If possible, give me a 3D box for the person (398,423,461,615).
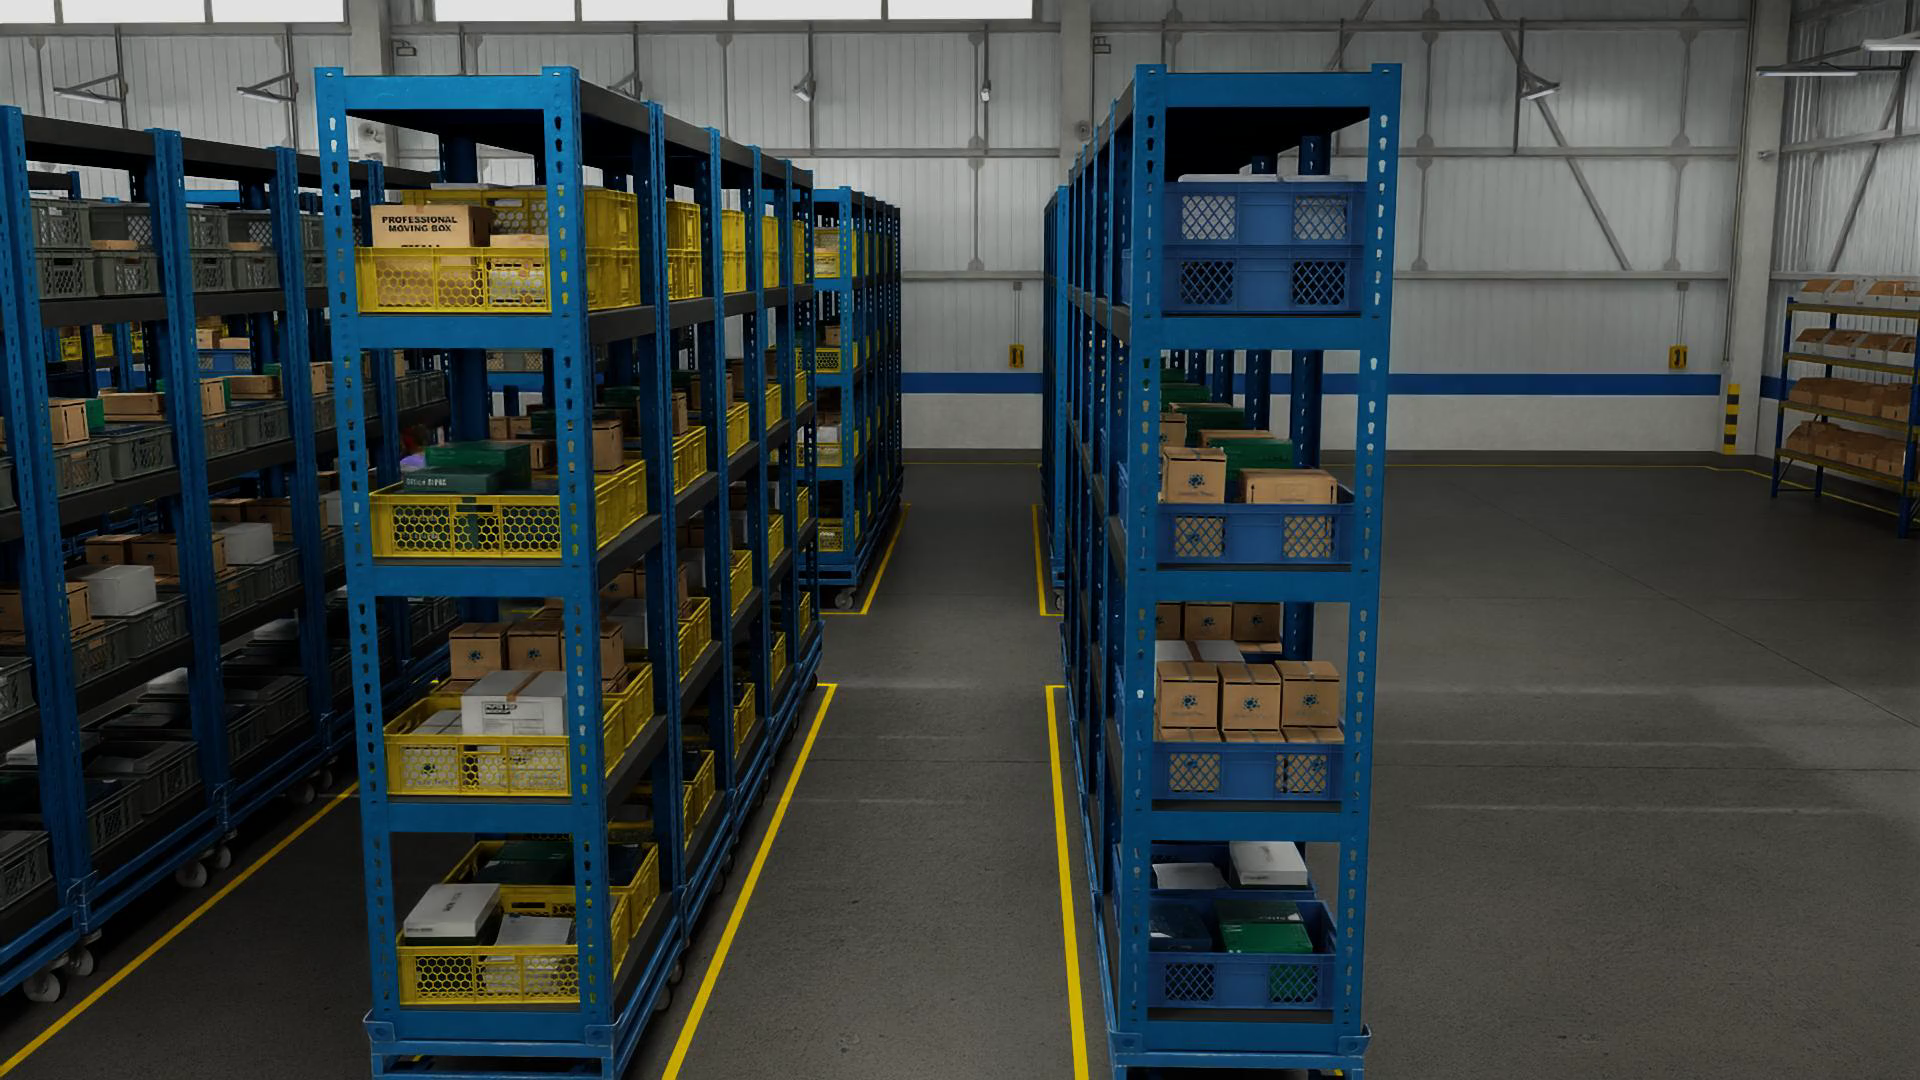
[{"bbox_3d":[-4.021,-0.031,12.754,0.763,1.811,0.610,4,11,24],"label":"person"}]
